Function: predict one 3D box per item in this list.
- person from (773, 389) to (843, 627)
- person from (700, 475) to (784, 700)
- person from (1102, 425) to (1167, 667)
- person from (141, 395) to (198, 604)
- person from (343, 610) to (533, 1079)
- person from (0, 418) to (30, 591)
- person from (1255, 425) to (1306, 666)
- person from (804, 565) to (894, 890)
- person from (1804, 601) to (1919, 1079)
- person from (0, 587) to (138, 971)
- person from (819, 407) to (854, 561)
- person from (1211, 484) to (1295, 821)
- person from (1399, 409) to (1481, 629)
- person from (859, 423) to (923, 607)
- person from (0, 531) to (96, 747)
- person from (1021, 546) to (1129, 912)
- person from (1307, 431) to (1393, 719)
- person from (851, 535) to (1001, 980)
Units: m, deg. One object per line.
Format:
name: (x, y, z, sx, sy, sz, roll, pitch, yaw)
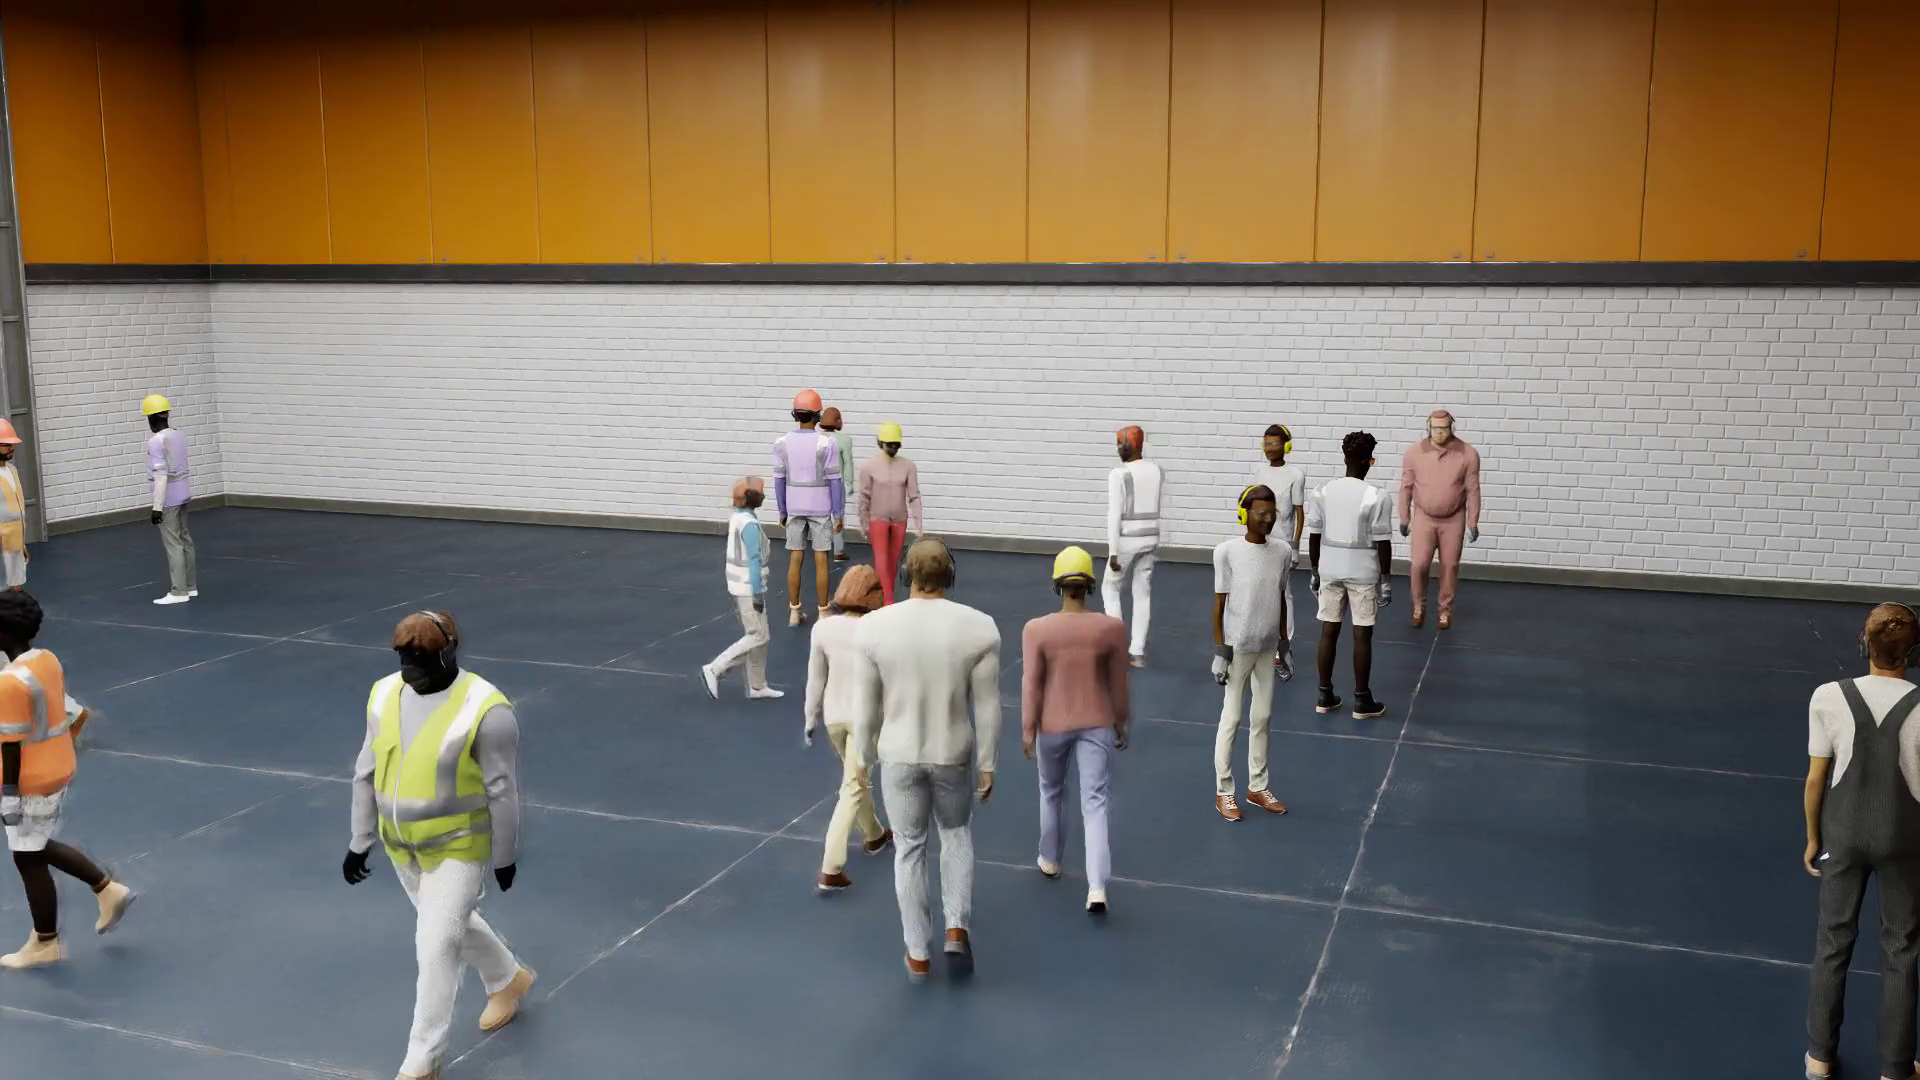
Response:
person: (-1.281, -0.264, 14.189, 0.607, 2.048, 0.368, 3, 10, 16)
person: (-1.527, 0.353, 11.652, 0.536, 1.621, 0.529, -2, 9, -15)
person: (1.339, 0.040, 12.874, 0.575, 1.857, 0.519, -5, 10, -28)
person: (-7.258, -0.369, 15.227, 0.386, 1.920, 0.590, 0, 9, -2)
person: (-1.942, 1.127, 6.309, 0.624, 1.811, 0.928, 4, 10, 25)
person: (-7.240, 0.041, 12.633, 0.360, 1.935, 0.552, -1, 9, -4)
person: (2.423, 0.035, 12.891, 0.329, 1.869, 0.508, -8, 12, -40)
person: (-0.518, 0.912, 8.345, 0.515, 1.579, 0.891, 5, 10, 28)
person: (3.378, 1.135, 6.135, 0.506, 1.846, 0.346, 7, 12, 38)
person: (-3.964, 1.035, 7.236, 0.446, 1.689, 0.538, -2, 9, -14)
person: (-1.361, -0.583, 17.485, 0.500, 1.623, 0.285, 3, 10, 16)
person: (1.635, 0.617, 9.262, 0.513, 1.875, 0.328, -4, 10, -24)
person: (4.061, -0.170, 14.098, 0.666, 1.886, 0.498, 3, 10, 16)
person: (-0.575, -0.144, 14.422, 0.534, 1.726, 0.800, -4, 10, -22)
person: (-5.990, 0.445, 10.293, 1.002, 1.902, 0.646, -9, 13, -44)
person: (0.564, 0.893, 8.018, 0.539, 1.726, 0.899, -1, 9, -5)
person: (2.670, 0.231, 11.363, 0.610, 1.964, 0.365, 8, 12, 40)
person: (-0.152, 0.932, 7.163, 0.630, 1.925, 0.434, -1, 9, -7)
